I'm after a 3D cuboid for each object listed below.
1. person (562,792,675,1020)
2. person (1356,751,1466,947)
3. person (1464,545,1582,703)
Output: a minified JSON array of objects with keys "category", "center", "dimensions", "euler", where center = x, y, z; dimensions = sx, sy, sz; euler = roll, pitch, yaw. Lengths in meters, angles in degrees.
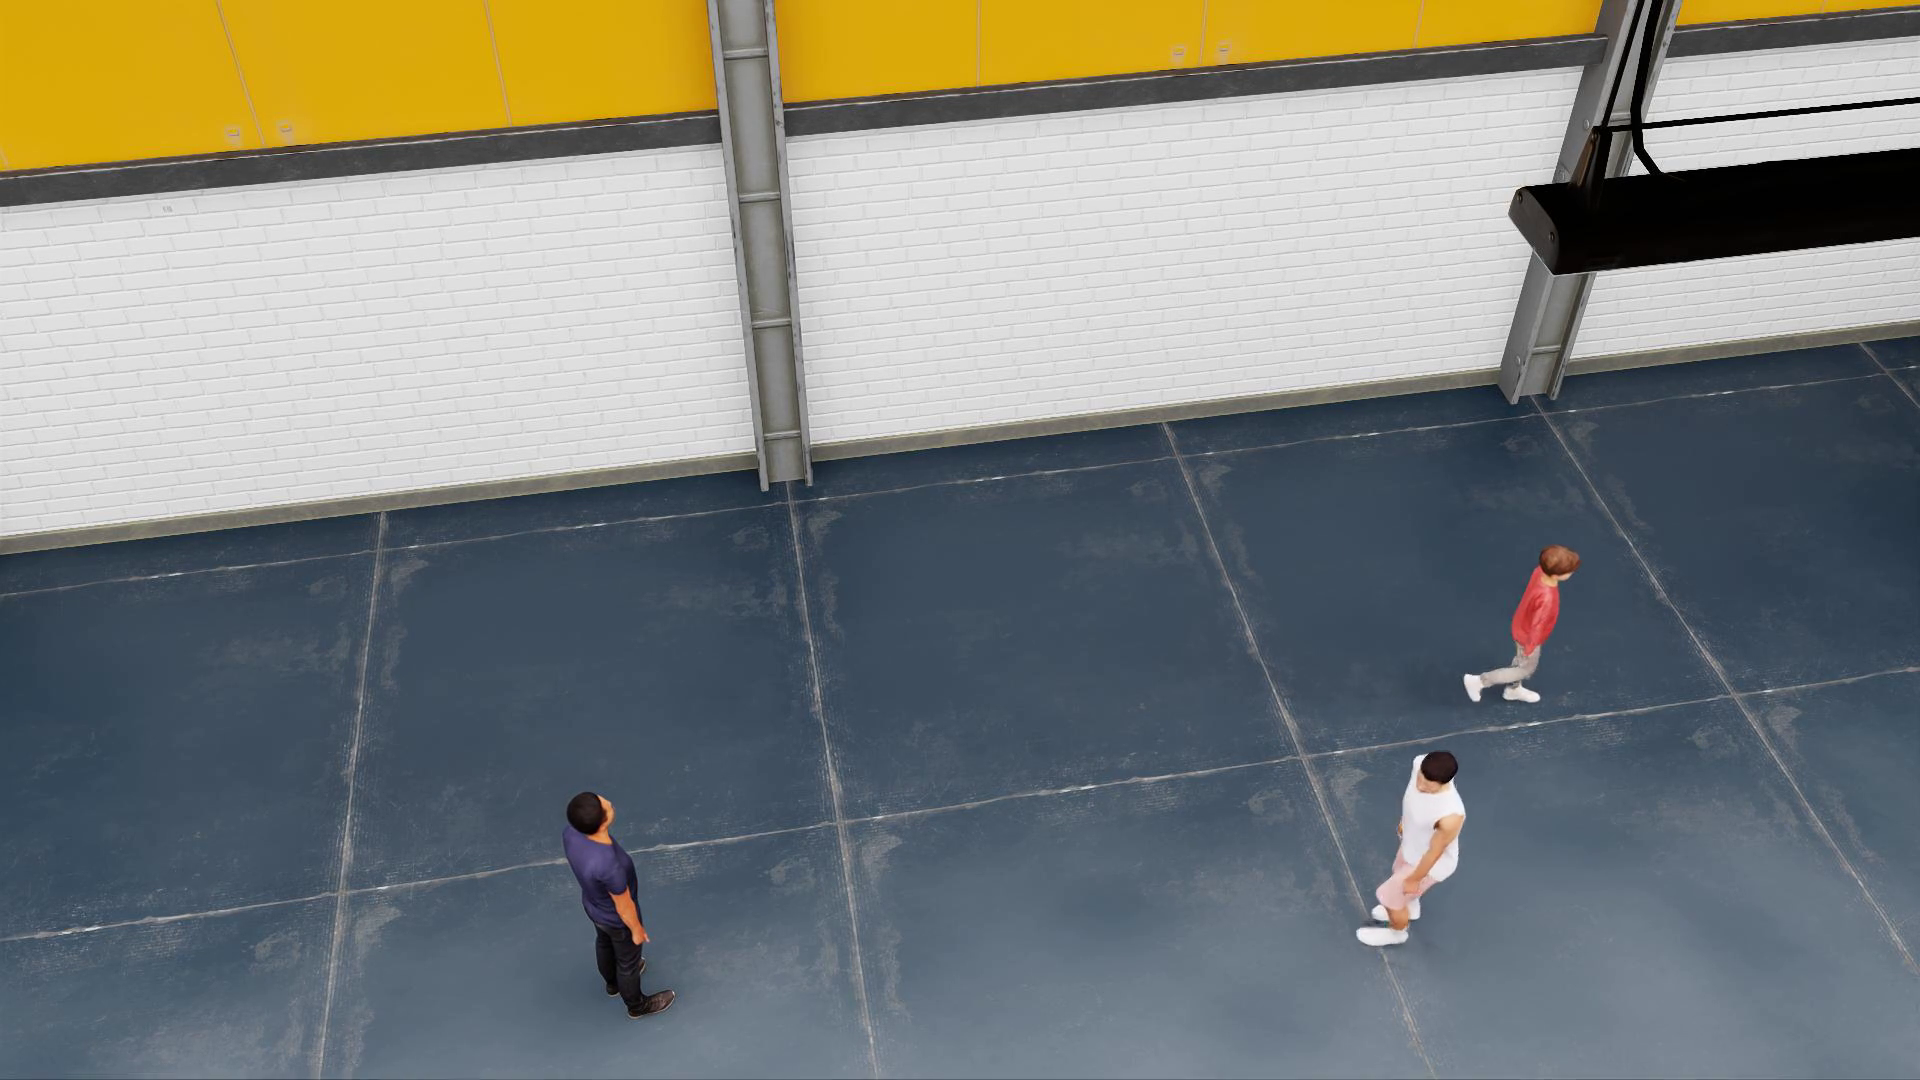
[{"category":"person","center":[-1.859,1.935,8.825],"dimensions":[0.714,1.797,0.719],"euler":[-31,52,-29]},{"category":"person","center":[2.588,1.700,9.104],"dimensions":[0.694,1.752,0.675],"euler":[5,44,5]},{"category":"person","center":[3.551,0.561,10.553],"dimensions":[0.829,1.403,0.655],"euler":[5,44,5]}]
